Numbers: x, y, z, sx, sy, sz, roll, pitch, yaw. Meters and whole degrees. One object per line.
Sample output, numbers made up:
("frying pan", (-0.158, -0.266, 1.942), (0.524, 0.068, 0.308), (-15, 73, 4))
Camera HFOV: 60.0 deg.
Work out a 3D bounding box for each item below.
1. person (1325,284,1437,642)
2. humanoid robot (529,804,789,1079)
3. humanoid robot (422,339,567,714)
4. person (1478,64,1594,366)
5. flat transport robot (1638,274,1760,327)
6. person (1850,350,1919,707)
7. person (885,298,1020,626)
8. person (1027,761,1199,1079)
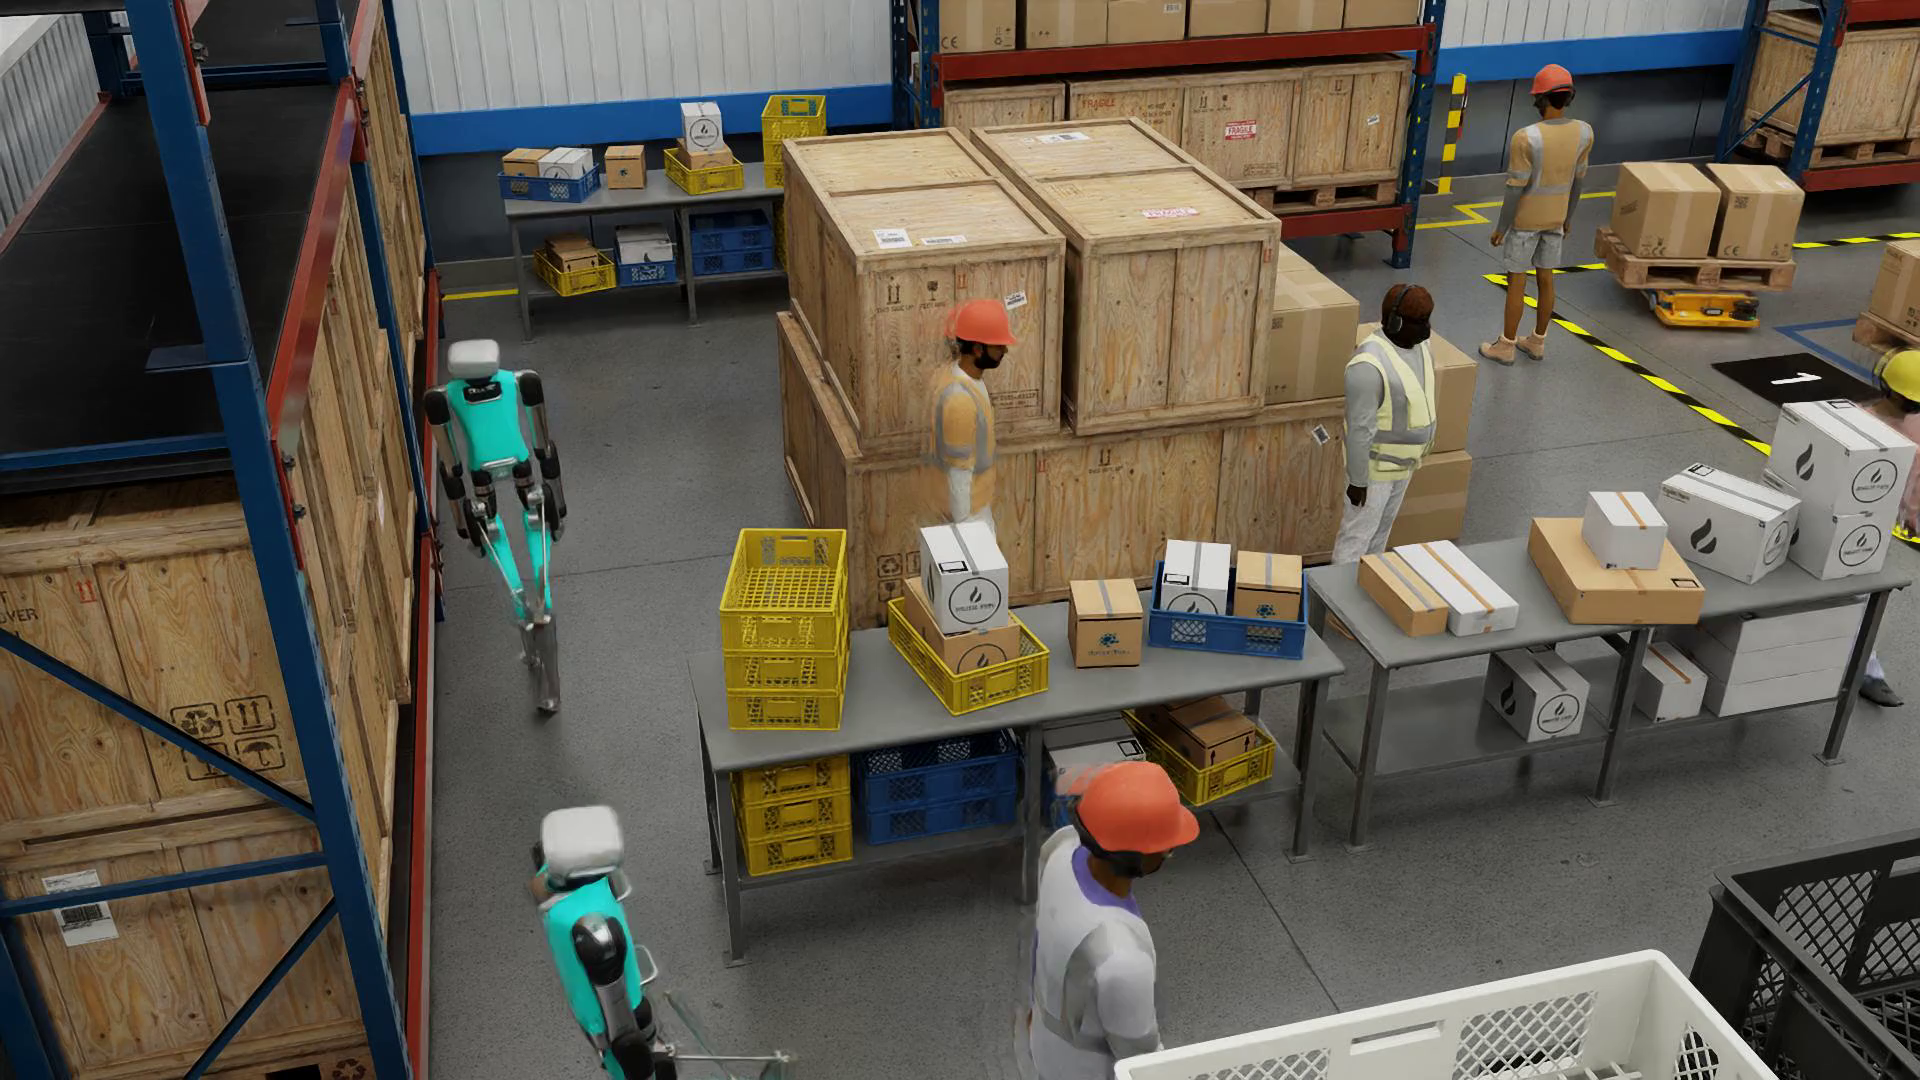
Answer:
("person", (2.094, -0.388, 8.190), (0.429, 1.841, 0.633), (21, 35, 33))
("humanoid robot", (-0.849, 1.479, 4.908), (0.947, 1.748, 0.547), (-14, 32, -24))
("humanoid robot", (-2.048, 0.026, 7.600), (0.575, 1.808, 0.810), (-9, 30, -16))
("person", (3.875, -2.173, 11.235), (0.604, 2.033, 0.387), (-9, 30, -16))
("flat transport robot", (5.504, -1.965, 12.654), (0.652, 0.197, 1.431), (2, 29, 3))
("person", (4.255, -0.113, 7.824), (0.537, 1.700, 0.916), (-13, 32, -23))
("person", (-0.009, -0.222, 7.809), (0.547, 1.910, 0.556), (2, 29, 4))
("person", (0.508, 1.451, 4.687), (1.003, 1.995, 0.639), (-5, 29, -8))
